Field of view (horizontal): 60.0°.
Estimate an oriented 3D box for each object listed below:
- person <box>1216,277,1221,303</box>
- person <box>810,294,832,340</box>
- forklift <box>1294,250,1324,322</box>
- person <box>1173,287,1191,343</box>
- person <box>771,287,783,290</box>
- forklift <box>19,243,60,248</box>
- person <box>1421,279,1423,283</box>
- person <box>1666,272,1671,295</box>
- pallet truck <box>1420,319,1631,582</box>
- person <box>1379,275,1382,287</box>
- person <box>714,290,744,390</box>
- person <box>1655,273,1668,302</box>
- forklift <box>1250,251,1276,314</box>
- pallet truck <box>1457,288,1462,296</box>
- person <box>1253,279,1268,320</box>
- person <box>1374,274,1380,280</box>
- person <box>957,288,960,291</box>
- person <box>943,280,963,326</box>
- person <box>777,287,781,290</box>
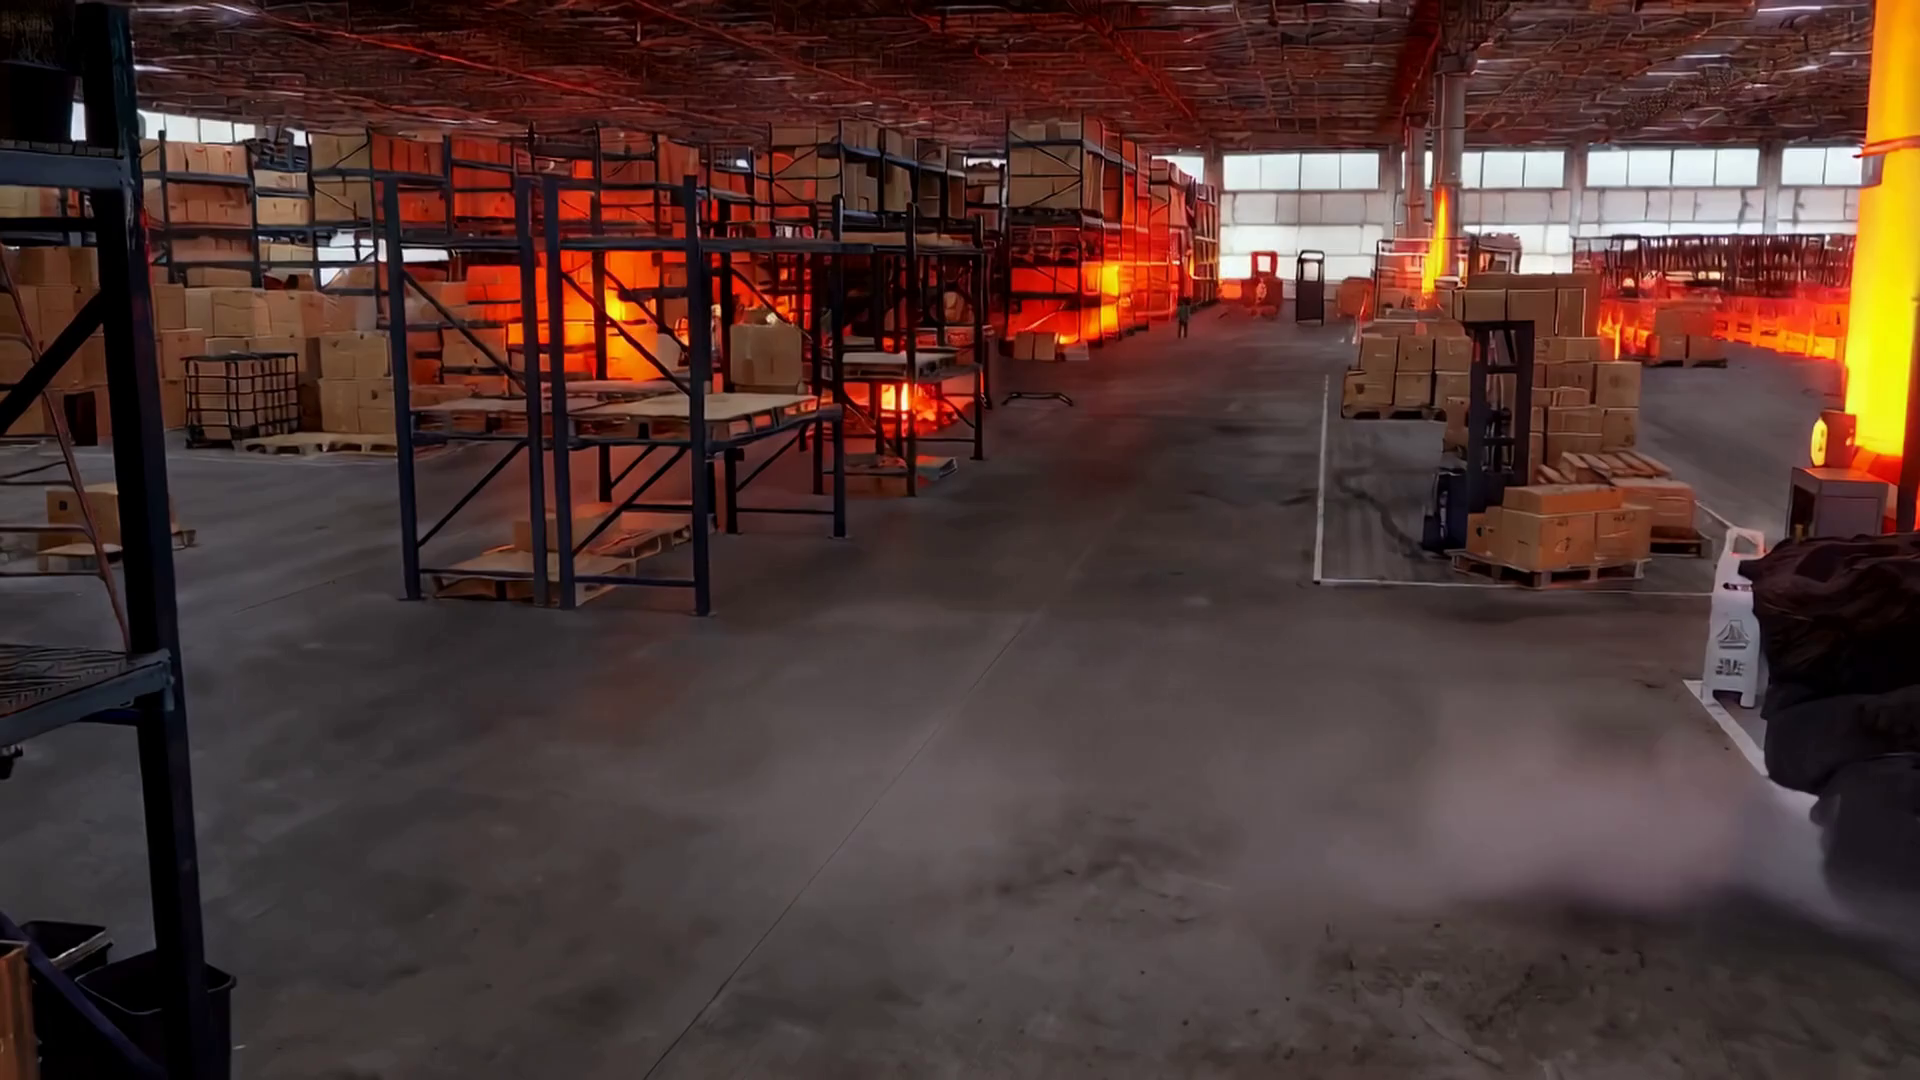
[{"bbox_3d":[14.454,-14.390,94.395,0.934,1.886,0.554,7,12,37],"label":"person"},{"bbox_3d":[-3.184,-4.765,37.934,0.398,1.680,0.556,8,12,39],"label":"person"},{"bbox_3d":[13.778,-10.002,65.433,1.129,2.768,1.873,2,10,12],"label":"forklift"},{"bbox_3d":[6.591,-6.679,49.346,0.532,1.674,0.728,2,10,14],"label":"person"},{"bbox_3d":[-8.467,-11.494,76.795,0.607,2.026,0.437,2,10,14],"label":"person"},{"bbox_3d":[-20.483,-5.245,37.264,1.873,2.768,1.129,2,10,12],"label":"forklift"},{"bbox_3d":[22.063,-11.928,79.997,0.449,1.843,0.611,5,11,29],"label":"person"},{"bbox_3d":[35.990,-12.712,84.613,0.403,1.822,0.588,-1,10,-8],"label":"person"},{"bbox_3d":[4.543,-0.757,13.299,0.823,1.965,1.885,-4,10,-22],"label":"pallet truck"},{"bbox_3d":[21.219,-12.476,83.491,0.723,1.726,0.566,6,11,31],"label":"person"},{"bbox_3d":[-4.394,-3.816,31.696,0.588,1.908,0.392,-5,11,-27],"label":"person"},{"bbox_3d":[27.439,-9.459,65.029,0.427,1.938,0.615,-5,11,-25],"label":"person"},{"bbox_3d":[13.711,-11.620,75.014,1.129,2.768,1.873,2,10,12],"label":"forklift"},{"bbox_3d":[20.506,-9.785,68.819,0.653,1.274,1.630,2,10,12],"label":"pallet truck"},{"bbox_3d":[12.214,-9.761,67.647,0.605,1.670,0.339,-1,10,-7],"label":"person"},{"bbox_3d":[21.707,-13.021,86.754,0.507,1.713,0.553,-6,11,-33],"label":"person"},{"bbox_3d":[-0.218,-9.302,64.390,1.028,1.832,0.691,7,12,34],"label":"person"},{"bbox_3d":[-0.175,-6.240,46.043,0.570,1.895,0.925,1,10,9],"label":"person"},{"bbox_3d":[-7.252,-9.553,66.038,0.945,1.792,0.597,1,10,4],"label":"person"}]
